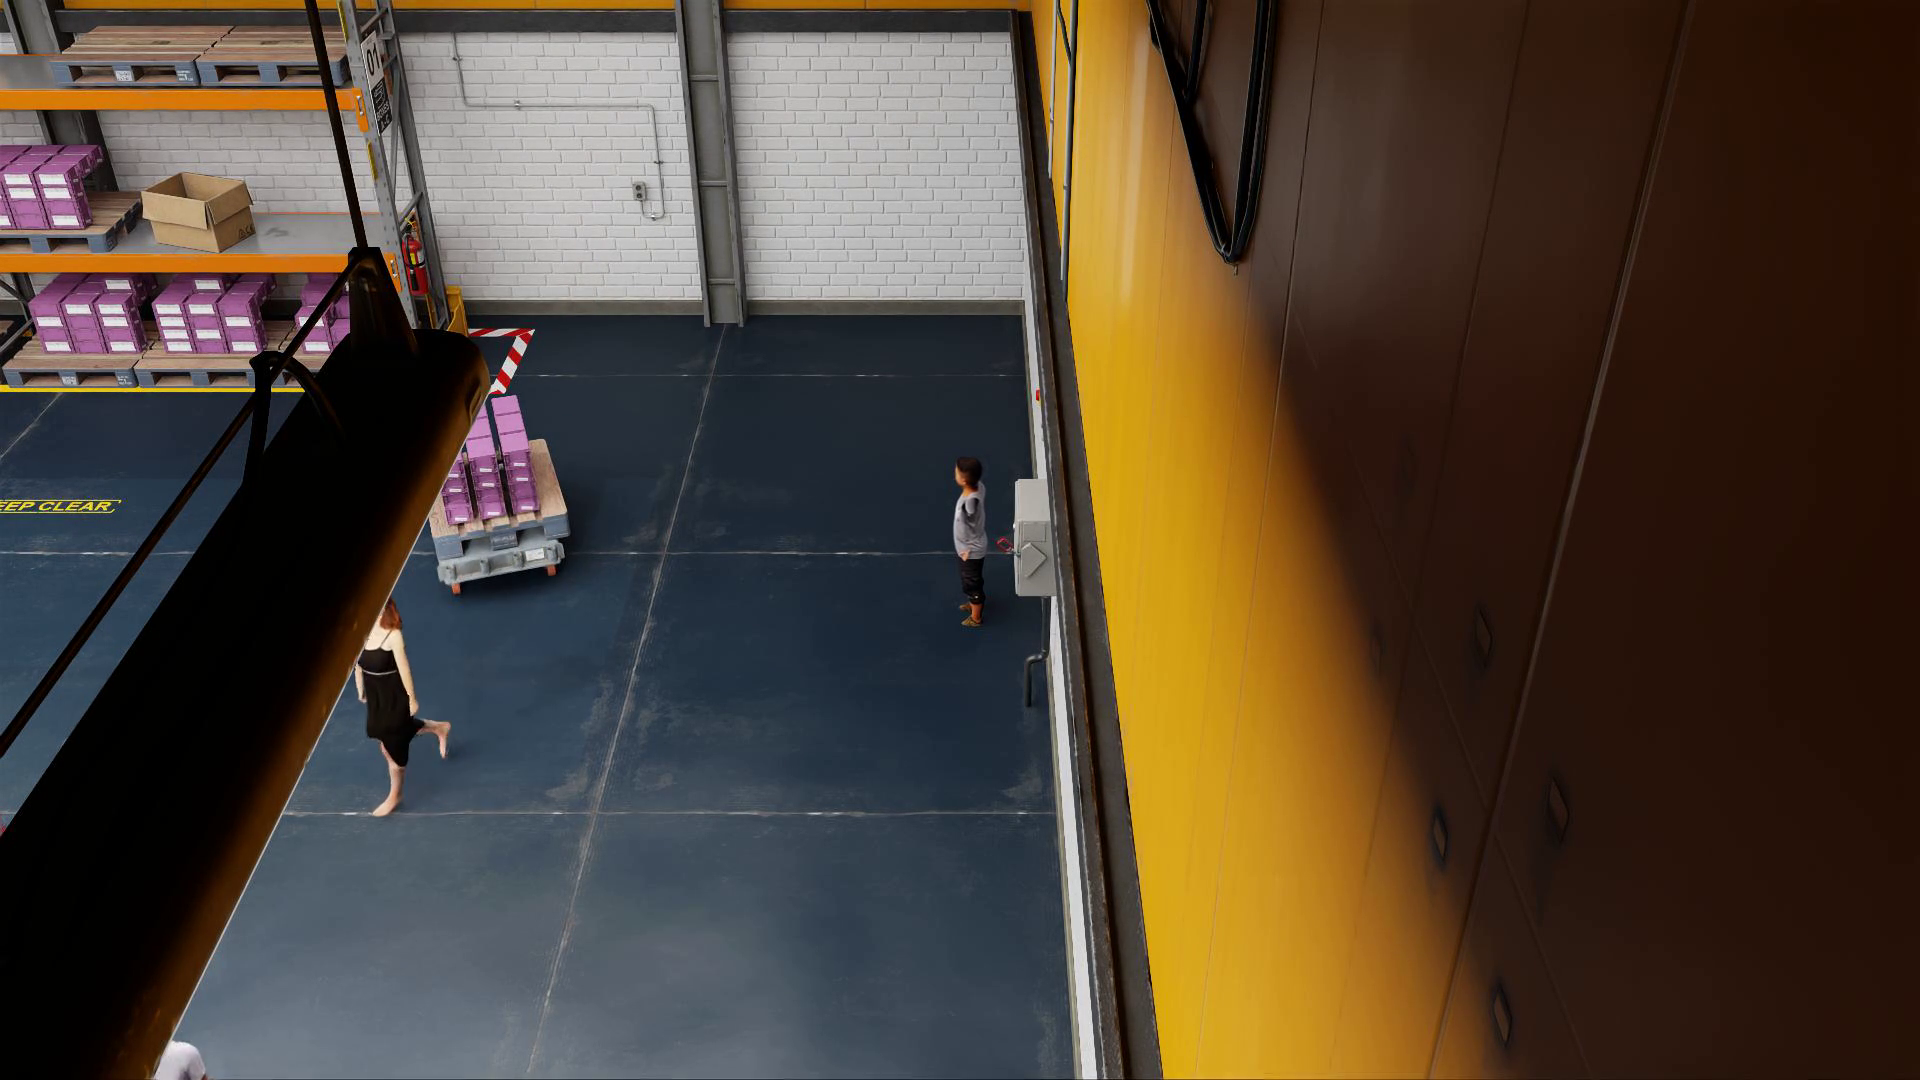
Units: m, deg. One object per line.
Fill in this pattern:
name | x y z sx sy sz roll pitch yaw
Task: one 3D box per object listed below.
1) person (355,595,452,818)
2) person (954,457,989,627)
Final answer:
person | -3.542 0.935 10.534 1.030 1.597 0.941 17 37 23
person | 0.081 -0.031 12.116 0.496 1.454 0.564 1 34 2
